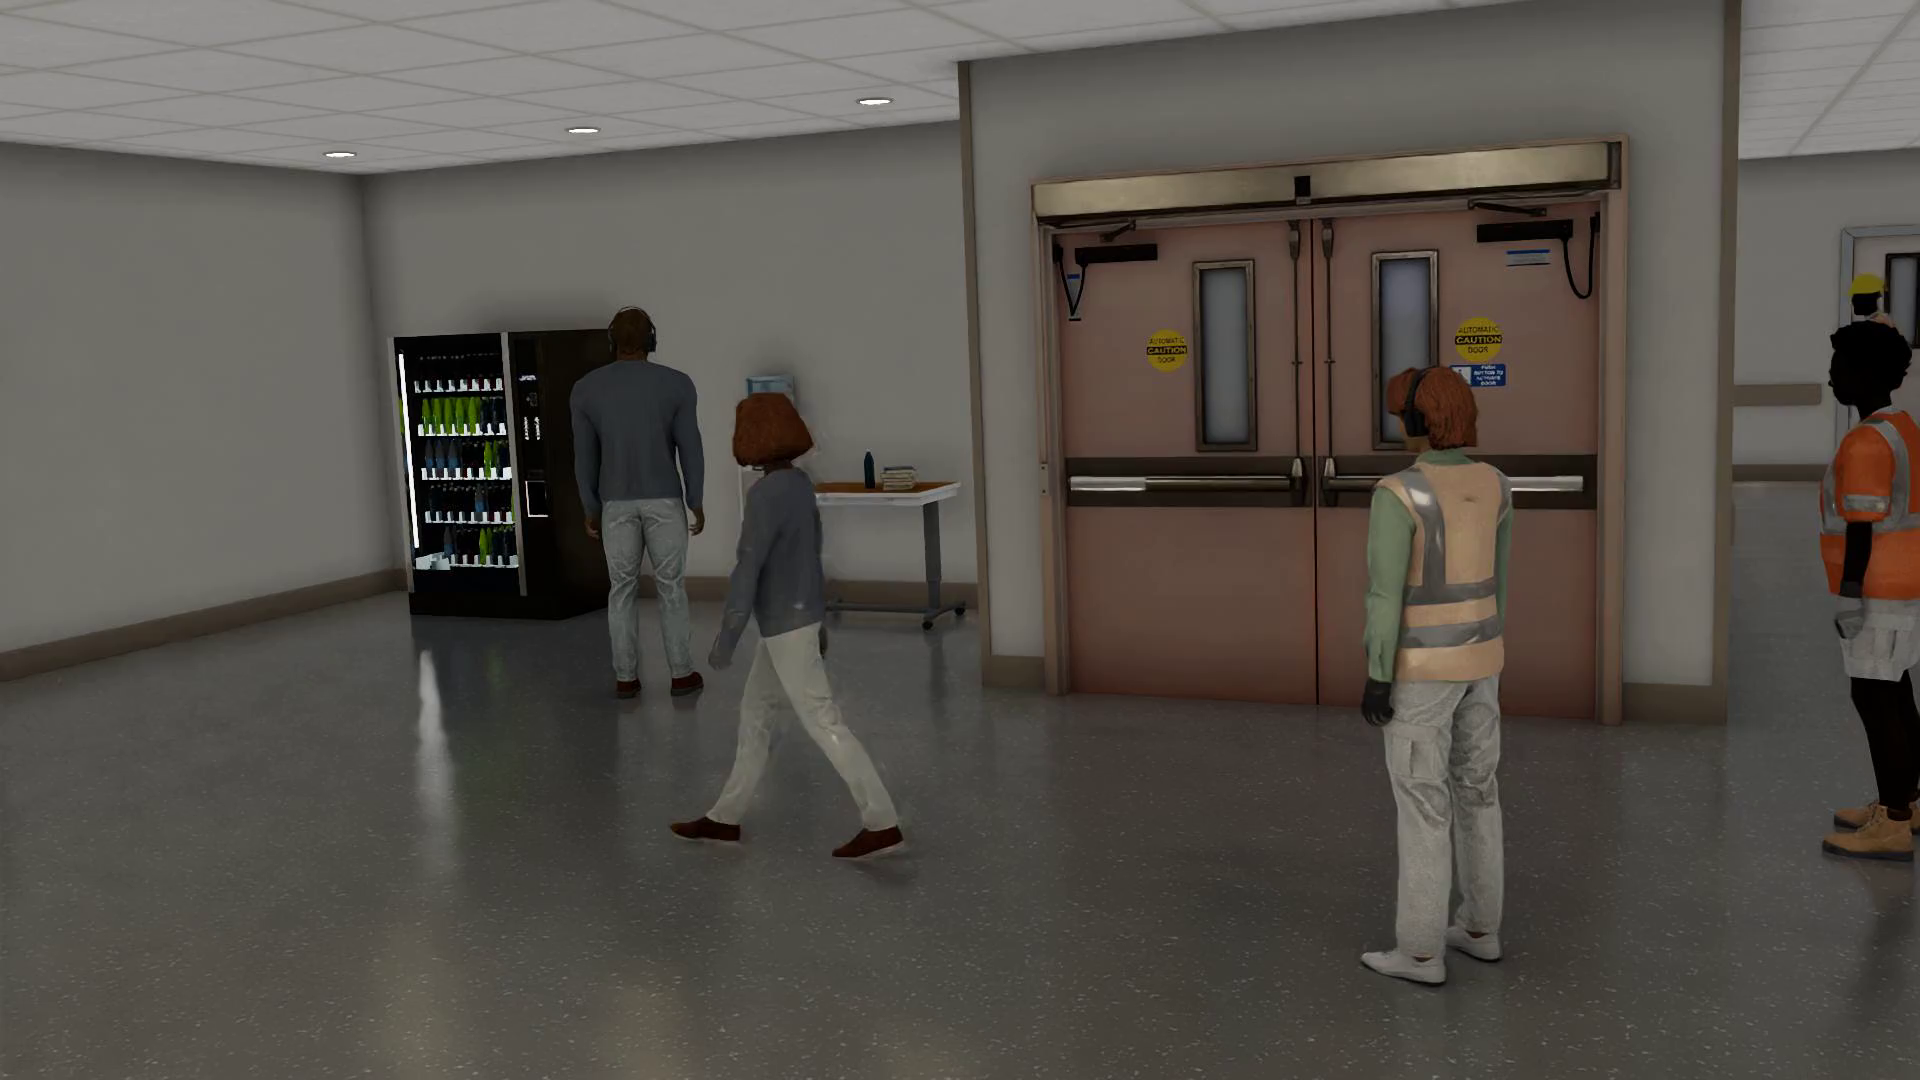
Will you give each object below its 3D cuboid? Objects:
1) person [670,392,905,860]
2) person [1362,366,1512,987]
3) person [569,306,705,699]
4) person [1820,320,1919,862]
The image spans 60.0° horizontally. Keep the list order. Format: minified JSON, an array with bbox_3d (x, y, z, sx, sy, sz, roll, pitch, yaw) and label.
[{"bbox_3d":[-0.602,0.295,5.621,0.858,1.589,0.501,-1,7,7],"label":"person"},{"bbox_3d":[1.270,0.356,4.414,0.511,1.631,0.311,-7,9,-34],"label":"person"},{"bbox_3d":[-1.569,-0.179,8.231,0.636,1.939,0.364,-2,7,-1],"label":"person"},{"bbox_3d":[2.896,0.152,5.266,0.320,1.689,0.534,4,9,38],"label":"person"}]
